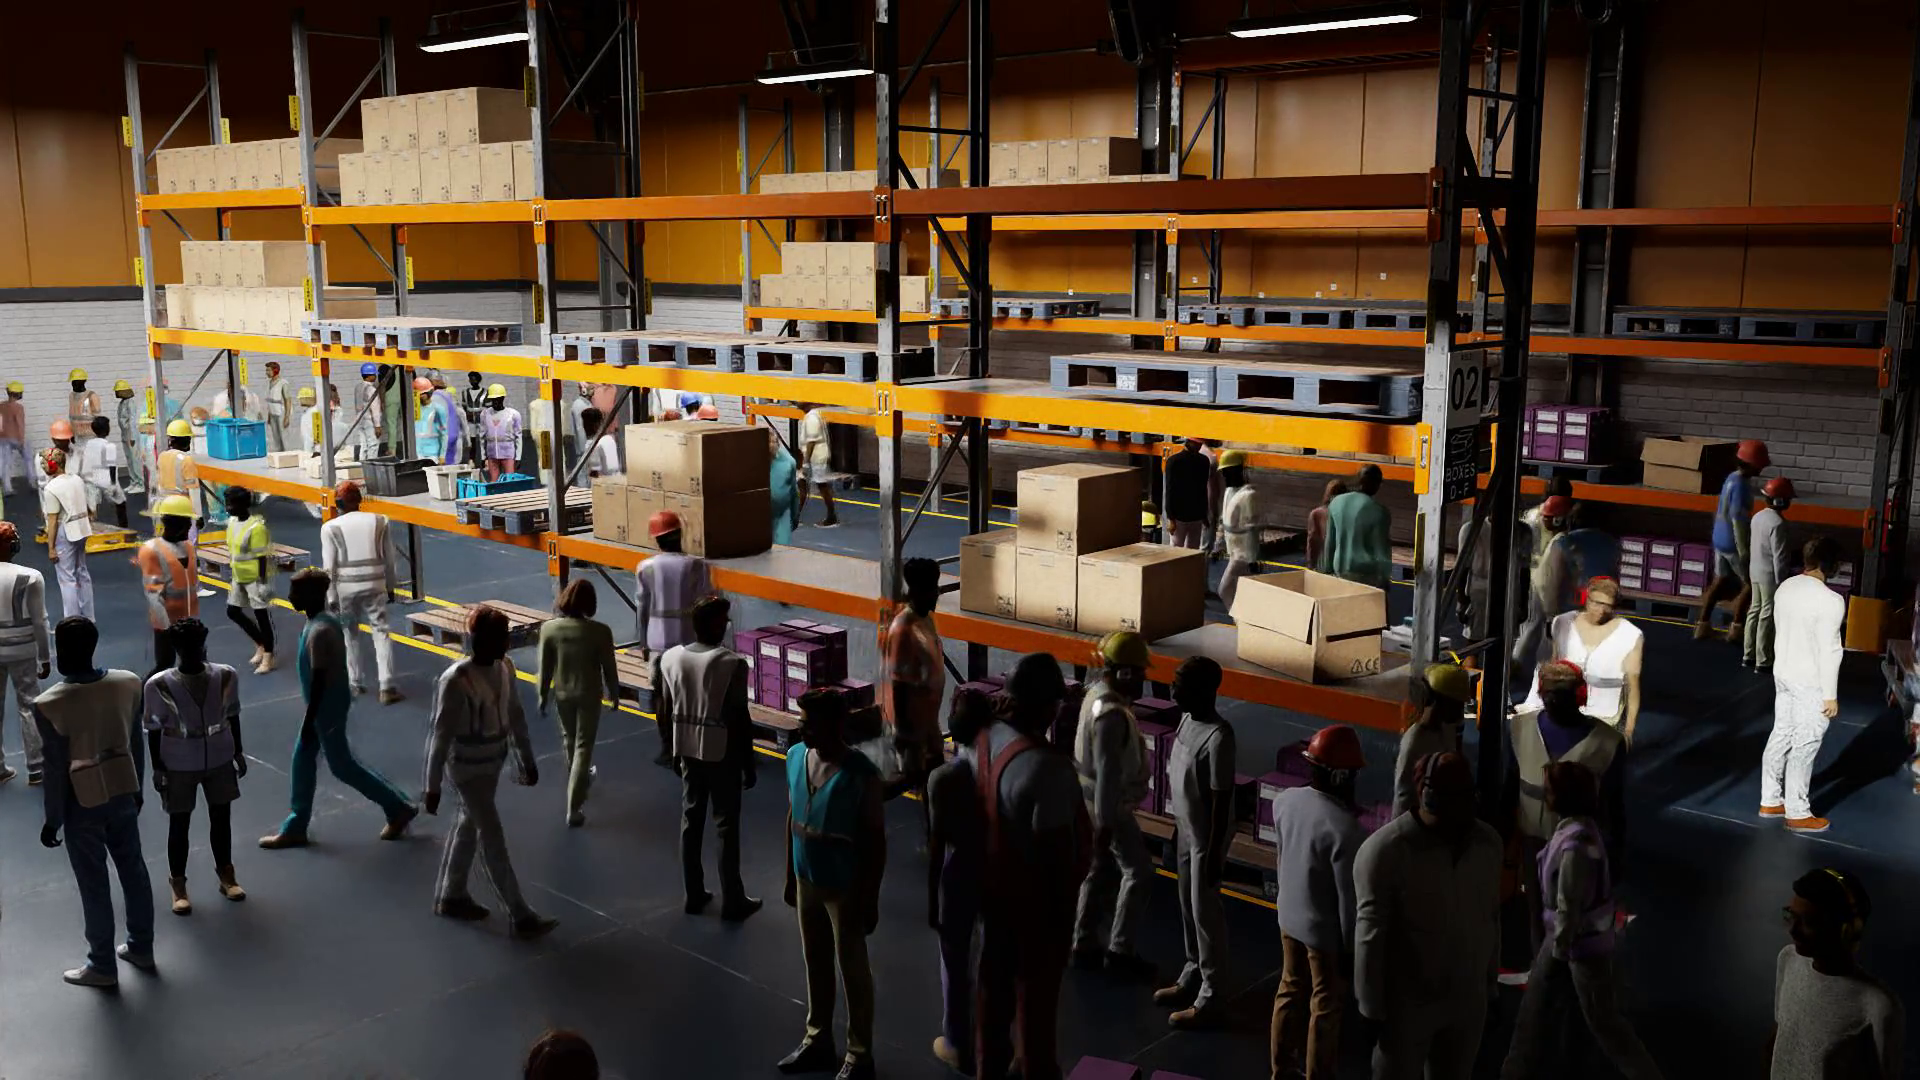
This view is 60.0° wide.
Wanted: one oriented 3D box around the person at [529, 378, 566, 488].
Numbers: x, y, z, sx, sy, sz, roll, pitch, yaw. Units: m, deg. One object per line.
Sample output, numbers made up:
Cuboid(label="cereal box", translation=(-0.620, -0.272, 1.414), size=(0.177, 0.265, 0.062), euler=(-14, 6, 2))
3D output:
Cuboid(label="person", translation=(-6.410, -1.652, 25.903), size=(0.565, 1.729, 0.623), euler=(-6, 12, -32))

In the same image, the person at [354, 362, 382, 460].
Cuboid(label="person", translation=(-9.328, -1.832, 26.309), size=(0.615, 1.945, 0.400), euler=(10, 14, 44))

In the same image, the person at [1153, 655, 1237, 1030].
Cuboid(label="person", translation=(1.160, 1.451, 8.076), size=(0.342, 1.840, 0.507), euler=(-2, 10, -11))

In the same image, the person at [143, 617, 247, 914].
Cuboid(label="person", translation=(-4.346, 1.269, 9.489), size=(0.540, 1.695, 0.317), euler=(-9, 13, -41))

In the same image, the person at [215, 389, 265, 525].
Cuboid(label="person", translation=(-9.731, -1.112, 22.443), size=(0.879, 1.873, 0.600), euler=(1, 10, 6))

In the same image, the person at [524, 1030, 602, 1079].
Cuboid(label="person", translation=(-1.125, 2.132, 4.830), size=(0.544, 1.614, 0.659), euler=(-8, 13, -39))

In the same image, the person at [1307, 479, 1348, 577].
Cuboid(label="person", translation=(3.472, 0.246, 15.452), size=(0.505, 1.633, 0.279), euler=(0, 10, 2))

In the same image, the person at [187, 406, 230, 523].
Cuboid(label="person", translation=(-10.301, -1.053, 22.842), size=(0.531, 1.611, 0.459), euler=(-2, 10, -10))

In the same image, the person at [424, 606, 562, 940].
Cuboid(label="person", translation=(-2.567, 1.265, 9.110), size=(0.962, 1.832, 0.666), euler=(4, 11, 19))

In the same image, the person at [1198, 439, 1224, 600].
Cuboid(label="person", translation=(2.603, -0.303, 17.778), size=(0.413, 1.918, 0.650), euler=(-2, 10, -10))

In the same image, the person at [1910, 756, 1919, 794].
Cuboid(label="person", translation=(6.738, 0.862, 11.182), size=(0.649, 1.912, 0.474), euler=(-9, 13, -40))

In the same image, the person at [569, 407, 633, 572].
Cuboid(label="person", translation=(-4.219, -0.576, 19.288), size=(0.906, 1.916, 0.615), euler=(4, 11, 21))

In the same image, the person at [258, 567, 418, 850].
Cuboid(label="person", translation=(-3.922, 1.050, 10.420), size=(0.910, 1.818, 0.515), euler=(-4, 11, -21))

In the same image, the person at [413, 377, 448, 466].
Cuboid(label="person", translation=(-7.151, -1.175, 22.356), size=(0.609, 2.033, 0.406), euler=(6, 12, 30))

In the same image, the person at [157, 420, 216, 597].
Cuboid(label="person", translation=(-8.348, -0.333, 17.897), size=(0.594, 1.926, 0.366), euler=(6, 12, 30))

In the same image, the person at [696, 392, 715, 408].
Cuboid(label="person", translation=(-3.869, -1.588, 24.979), size=(0.421, 1.936, 0.614), euler=(-4, 11, -24))

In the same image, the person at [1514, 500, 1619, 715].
Cuboid(label="person", translation=(4.814, 0.581, 13.122), size=(0.655, 1.800, 0.753), euler=(-3, 11, -19))

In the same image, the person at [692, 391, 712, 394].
Cuboid(label="person", translation=(-4.281, -1.988, 27.225), size=(0.372, 1.939, 0.631), euler=(-8, 13, -36))

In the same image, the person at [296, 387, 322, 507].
Cuboid(label="person", translation=(-9.430, -1.349, 24.162), size=(0.319, 1.742, 0.492), euler=(-6, 12, -33))

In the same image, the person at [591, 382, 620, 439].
Cuboid(label="person", translation=(-5.653, -1.812, 26.313), size=(0.401, 1.910, 0.641), euler=(10, 14, 43))

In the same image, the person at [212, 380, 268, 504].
Cuboid(label="person", translation=(-10.484, -1.517, 24.270), size=(0.543, 2.000, 0.717), euler=(6, 12, 30))

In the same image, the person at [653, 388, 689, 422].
Cuboid(label="person", translation=(-4.598, -1.822, 26.478), size=(0.573, 1.877, 0.353), euler=(1, 10, 3))

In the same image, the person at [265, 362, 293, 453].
Cuboid(label="person", translation=(-11.466, -2.085, 28.036), size=(0.571, 1.840, 0.373), euler=(7, 12, 36))

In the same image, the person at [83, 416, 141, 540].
Cuboid(label="person", translation=(-10.822, -0.735, 20.942), size=(0.535, 1.668, 0.858), euler=(4, 11, 20))

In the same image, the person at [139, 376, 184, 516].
Cuboid(label="person", translation=(-11.314, -1.330, 23.523), size=(0.477, 1.954, 0.812), euler=(6, 12, 31))

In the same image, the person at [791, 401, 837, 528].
Cuboid(label="person", translation=(-2.066, -1.095, 22.211), size=(0.908, 1.919, 0.634), euler=(-2, 10, -13))

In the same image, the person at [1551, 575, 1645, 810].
Cuboid(label="person", translation=(3.888, 1.083, 10.238), size=(0.581, 1.799, 0.757), euler=(7, 12, 35))

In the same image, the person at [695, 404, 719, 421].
Cuboid(label="person", translation=(-2.945, -0.637, 19.582), size=(0.359, 1.936, 0.552), euler=(5, 11, 28))

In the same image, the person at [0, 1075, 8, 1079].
Cuboid(label="person", translation=(-4.501, 1.526, 7.243), size=(0.612, 1.985, 0.421), euler=(0, 10, 2))

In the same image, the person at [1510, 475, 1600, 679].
Cuboid(label="person", translation=(5.179, 0.349, 14.392), size=(0.719, 1.819, 0.610), euler=(6, 12, 31))

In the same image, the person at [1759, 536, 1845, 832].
Cuboid(label="person", translation=(5.475, 0.927, 10.784), size=(0.367, 1.932, 0.622), euler=(0, 10, -2))

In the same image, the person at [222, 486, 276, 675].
Cuboid(label="person", translation=(-6.273, 0.346, 14.726), size=(0.606, 1.680, 0.346), euler=(7, 12, 35))

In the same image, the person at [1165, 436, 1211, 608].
Cuboid(label="person", translation=(2.377, -0.249, 17.255), size=(0.610, 1.985, 0.400), euler=(-8, 13, -37))

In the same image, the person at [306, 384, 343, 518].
Cuboid(label="person", translation=(-8.718, -1.209, 22.952), size=(0.499, 1.897, 0.594), euler=(2, 10, 12))

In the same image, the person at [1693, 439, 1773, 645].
Cuboid(label="person", translation=(7.314, 0.036, 15.624), size=(0.696, 1.998, 0.658), euler=(4, 11, 22))

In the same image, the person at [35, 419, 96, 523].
Cuboid(label="person", translation=(-9.951, -0.422, 18.513), size=(0.553, 1.898, 0.965), euler=(-8, 13, -39))
